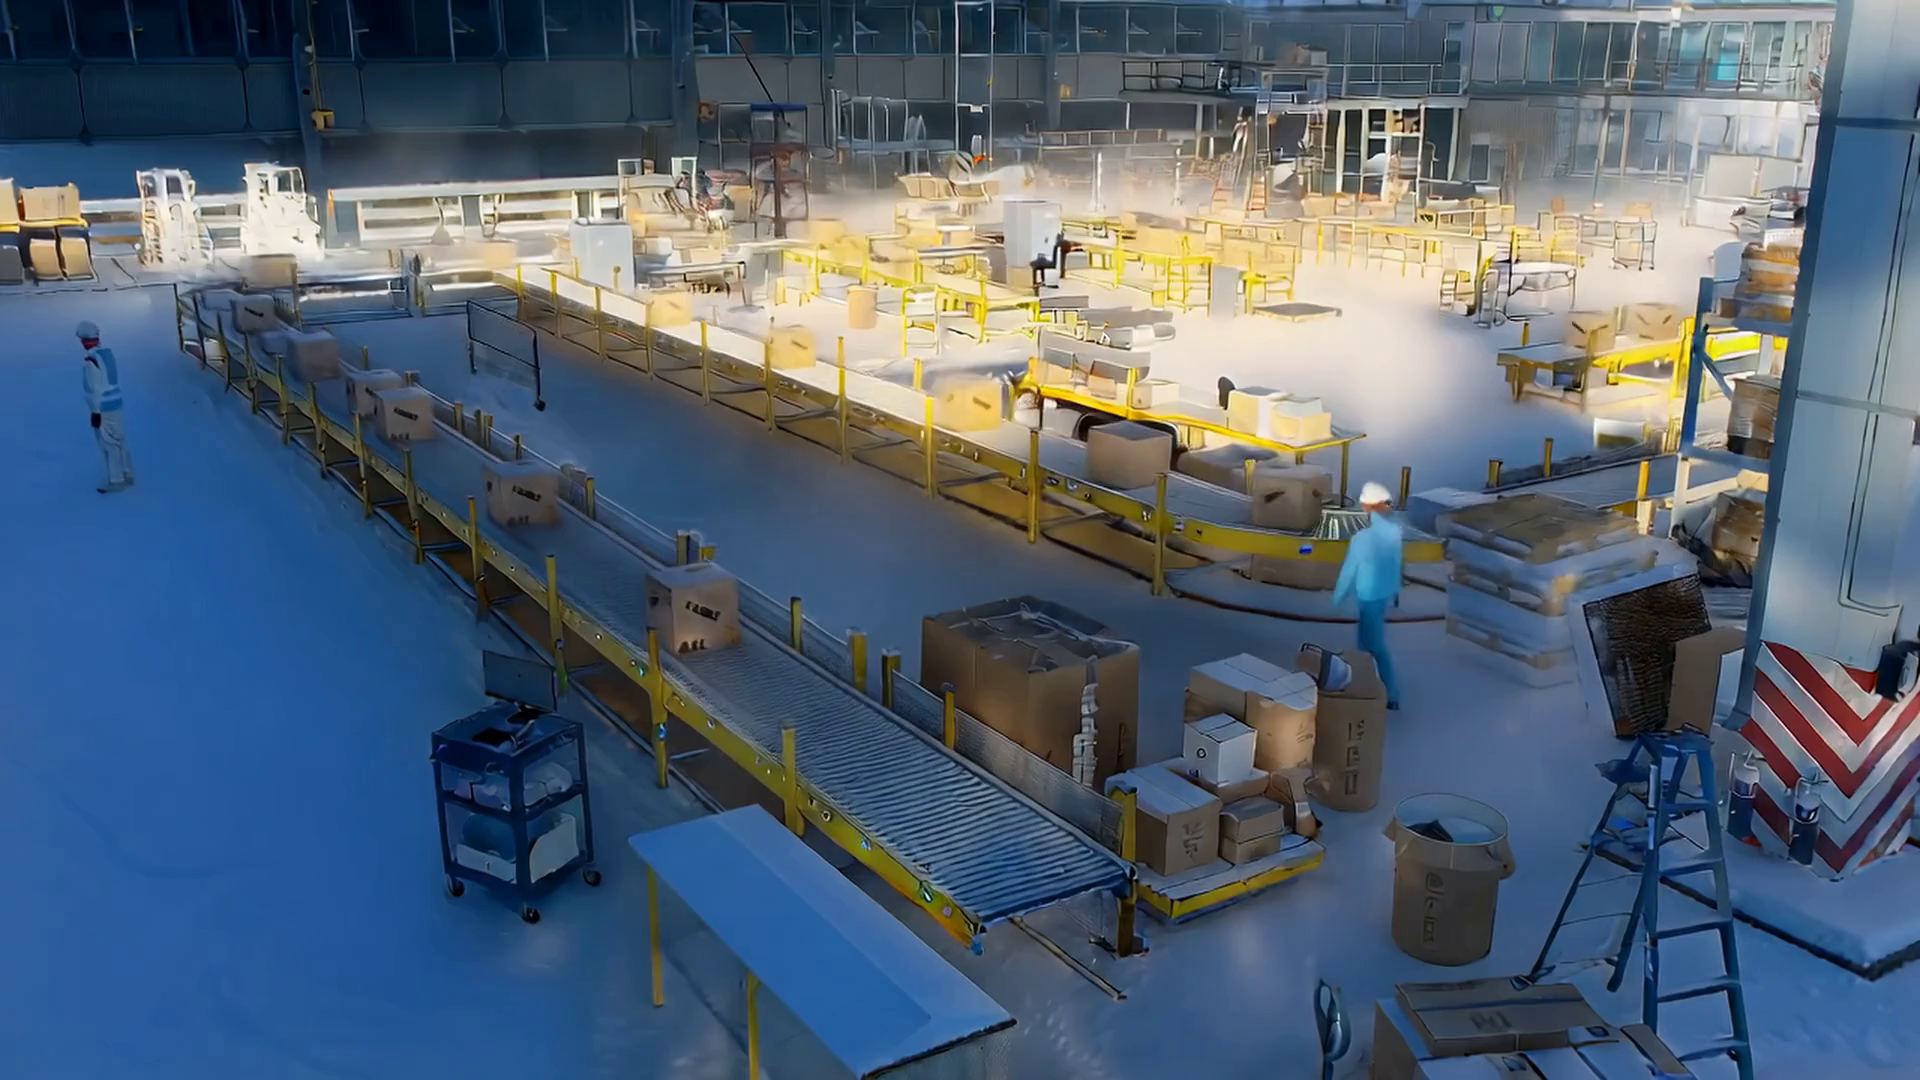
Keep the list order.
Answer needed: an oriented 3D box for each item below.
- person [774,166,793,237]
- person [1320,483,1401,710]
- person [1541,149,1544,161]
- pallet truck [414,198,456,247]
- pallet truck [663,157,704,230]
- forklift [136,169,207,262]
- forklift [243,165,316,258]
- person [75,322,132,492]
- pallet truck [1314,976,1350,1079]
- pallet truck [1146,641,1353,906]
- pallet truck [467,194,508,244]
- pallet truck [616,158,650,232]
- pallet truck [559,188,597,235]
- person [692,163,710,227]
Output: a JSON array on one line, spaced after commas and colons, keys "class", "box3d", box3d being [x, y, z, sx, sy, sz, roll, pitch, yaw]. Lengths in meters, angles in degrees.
[{"class": "person", "box3d": [-4.330, -8.248, 41.186, 0.611, 1.987, 0.655, -3, 17, -11]}, {"class": "person", "box3d": [3.095, 0.408, 12.831, 0.543, 1.727, 0.876, -16, 23, -42]}, {"class": "person", "box3d": [21.834, -14.490, 62.563, 0.497, 1.626, 0.288, 9, 19, 28]}, {"class": "pallet truck", "box3d": [-13.250, -8.060, 41.856, 0.680, 1.201, 1.601, -10, 20, -31]}, {"class": "pallet truck", "box3d": [-7.586, -9.308, 44.692, 0.823, 1.965, 1.885, -11, 20, -33]}, {"class": "forklift", "box3d": [-17.842, -7.318, 37.559, 1.157, 1.987, 2.680, -10, 20, -31]}, {"class": "forklift", "box3d": [-15.898, -7.669, 38.708, 1.157, 1.987, 2.680, -11, 20, -33]}, {"class": "person", "box3d": [-9.708, -1.510, 18.843, 0.401, 1.939, 0.602, -1, 17, -5]}, {"class": "pallet truck", "box3d": [2.299, 2.390, 7.086, 1.601, 1.201, 0.680, -2, 17, -7]}, {"class": "pallet truck", "box3d": [1.664, 1.407, 10.232, 1.630, 1.274, 0.653, -10, 20, -31]}, {"class": "pallet truck", "box3d": [-11.983, -8.177, 42.137, 0.704, 1.261, 1.522, -11, 20, -33]}, {"class": "pallet truck", "box3d": [-8.918, -9.176, 44.255, 0.823, 1.965, 1.885, -9, 19, -27]}, {"class": "pallet truck", "box3d": [-10.010, -8.652, 43.699, 0.653, 1.274, 1.630, -10, 20, -31]}, {"class": "person", "box3d": [-6.754, -8.802, 43.166, 0.408, 1.905, 0.654, -15, 22, -40]}]
